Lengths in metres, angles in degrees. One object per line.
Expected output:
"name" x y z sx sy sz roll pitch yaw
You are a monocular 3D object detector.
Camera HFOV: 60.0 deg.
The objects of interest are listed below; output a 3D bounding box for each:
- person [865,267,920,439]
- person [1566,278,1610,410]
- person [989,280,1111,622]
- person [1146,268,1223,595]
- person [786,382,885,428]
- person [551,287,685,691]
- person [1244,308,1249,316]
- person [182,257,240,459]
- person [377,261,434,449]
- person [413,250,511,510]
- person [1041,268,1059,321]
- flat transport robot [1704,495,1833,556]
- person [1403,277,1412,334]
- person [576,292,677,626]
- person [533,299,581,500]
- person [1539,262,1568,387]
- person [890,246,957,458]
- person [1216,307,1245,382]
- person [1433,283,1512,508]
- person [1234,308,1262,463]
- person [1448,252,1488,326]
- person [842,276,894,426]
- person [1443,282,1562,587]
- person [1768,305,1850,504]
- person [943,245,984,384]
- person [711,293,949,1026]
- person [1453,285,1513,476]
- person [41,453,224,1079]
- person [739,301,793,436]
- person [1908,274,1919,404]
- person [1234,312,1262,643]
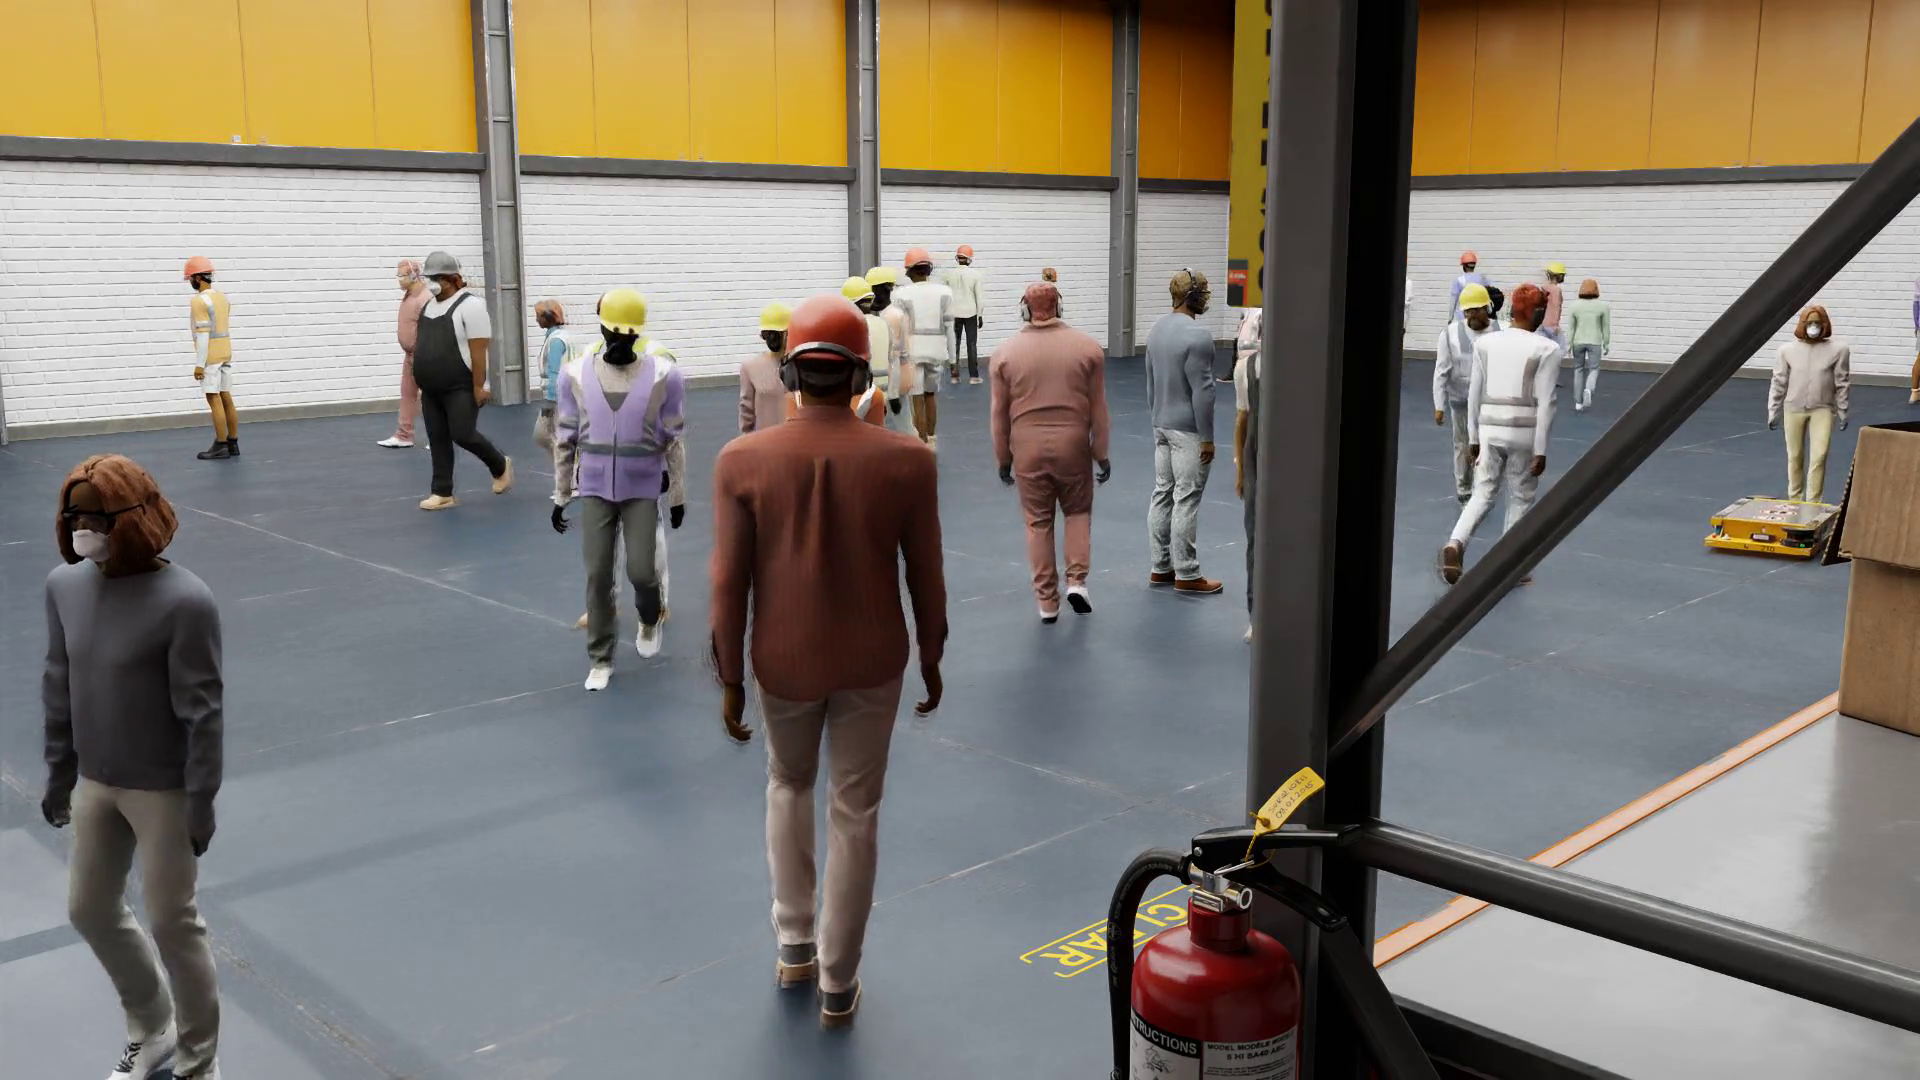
"person" -0.660 -1.234 13.320 0.936 1.872 0.600 0 10 2
"person" 7.624 -2.372 20.225 0.514 1.617 0.528 5 11 24
"person" 0.494 -0.483 9.202 0.667 1.882 0.434 0 10 3
"person" 1.335 -0.644 9.937 0.373 1.940 0.629 -5 11 -24
"person" -0.644 -0.265 8.536 0.530 1.693 0.321 0 10 0
"person" -1.612 -0.251 7.902 0.628 1.903 0.592 0 10 0
"person" 4.224 -2.985 22.892 0.610 1.867 0.563 5 11 24
"person" -7.173 -1.729 15.888 0.391 1.925 0.547 1 10 3
"person" -5.464 -1.815 16.529 0.864 1.869 0.684 -8 13 -36
"person" -3.943 -1.262 13.026 0.694 2.000 0.727 6 12 30
"person" 1.392 -3.366 25.649 0.329 1.637 0.568 1 10 5
"flat transport robot" 5.693 -0.111 11.578 0.652 0.197 1.431 7 13 35
"person" 5.868 -2.978 22.727 0.572 1.910 0.479 8 13 37
"person" -1.843 -0.437 9.079 0.628 1.845 0.429 4 11 22
"person" -3.267 -1.127 13.435 0.382 1.626 0.531 -4 11 -22
"person" 8.328 -2.999 23.277 0.558 1.743 0.559 0 10 -2
"person" -0.378 -1.712 15.522 0.654 2.020 0.648 -4 11 -20
"person" 4.281 -3.220 24.052 1.004 1.925 0.604 0 10 -1
"person" 3.940 -1.062 12.680 0.652 1.763 0.931 3 11 13
"person" 2.754 -1.573 15.268 0.429 1.843 0.629 -1 10 -6
"person" 7.602 -3.366 24.958 0.547 1.871 1.002 -2 11 -10
"person" -0.737 -1.038 12.381 0.404 1.827 0.601 6 12 30
"person" 3.229 -0.593 9.886 0.581 1.860 0.771 10 14 42
"person" 6.271 -0.922 12.315 0.537 1.609 0.655 6 12 30
"person" 0.057 -3.246 23.965 0.612 1.995 0.393 4 11 20
"person" -0.343 0.317 4.587 0.635 1.970 0.600 0 10 0
"person" 4.616 -1.374 14.567 0.322 1.699 0.535 -6 12 -32
"person" -1.970 0.597 4.004 0.531 1.626 0.323 4 11 21
"person" -1.053 -0.541 9.883 0.547 1.744 0.426 1 10 6
"person" 12.291 -2.713 20.935 0.379 2.040 0.615 -3 11 -14
"person" 1.714 -0.393 8.886 0.521 1.827 0.762 5 11 24
